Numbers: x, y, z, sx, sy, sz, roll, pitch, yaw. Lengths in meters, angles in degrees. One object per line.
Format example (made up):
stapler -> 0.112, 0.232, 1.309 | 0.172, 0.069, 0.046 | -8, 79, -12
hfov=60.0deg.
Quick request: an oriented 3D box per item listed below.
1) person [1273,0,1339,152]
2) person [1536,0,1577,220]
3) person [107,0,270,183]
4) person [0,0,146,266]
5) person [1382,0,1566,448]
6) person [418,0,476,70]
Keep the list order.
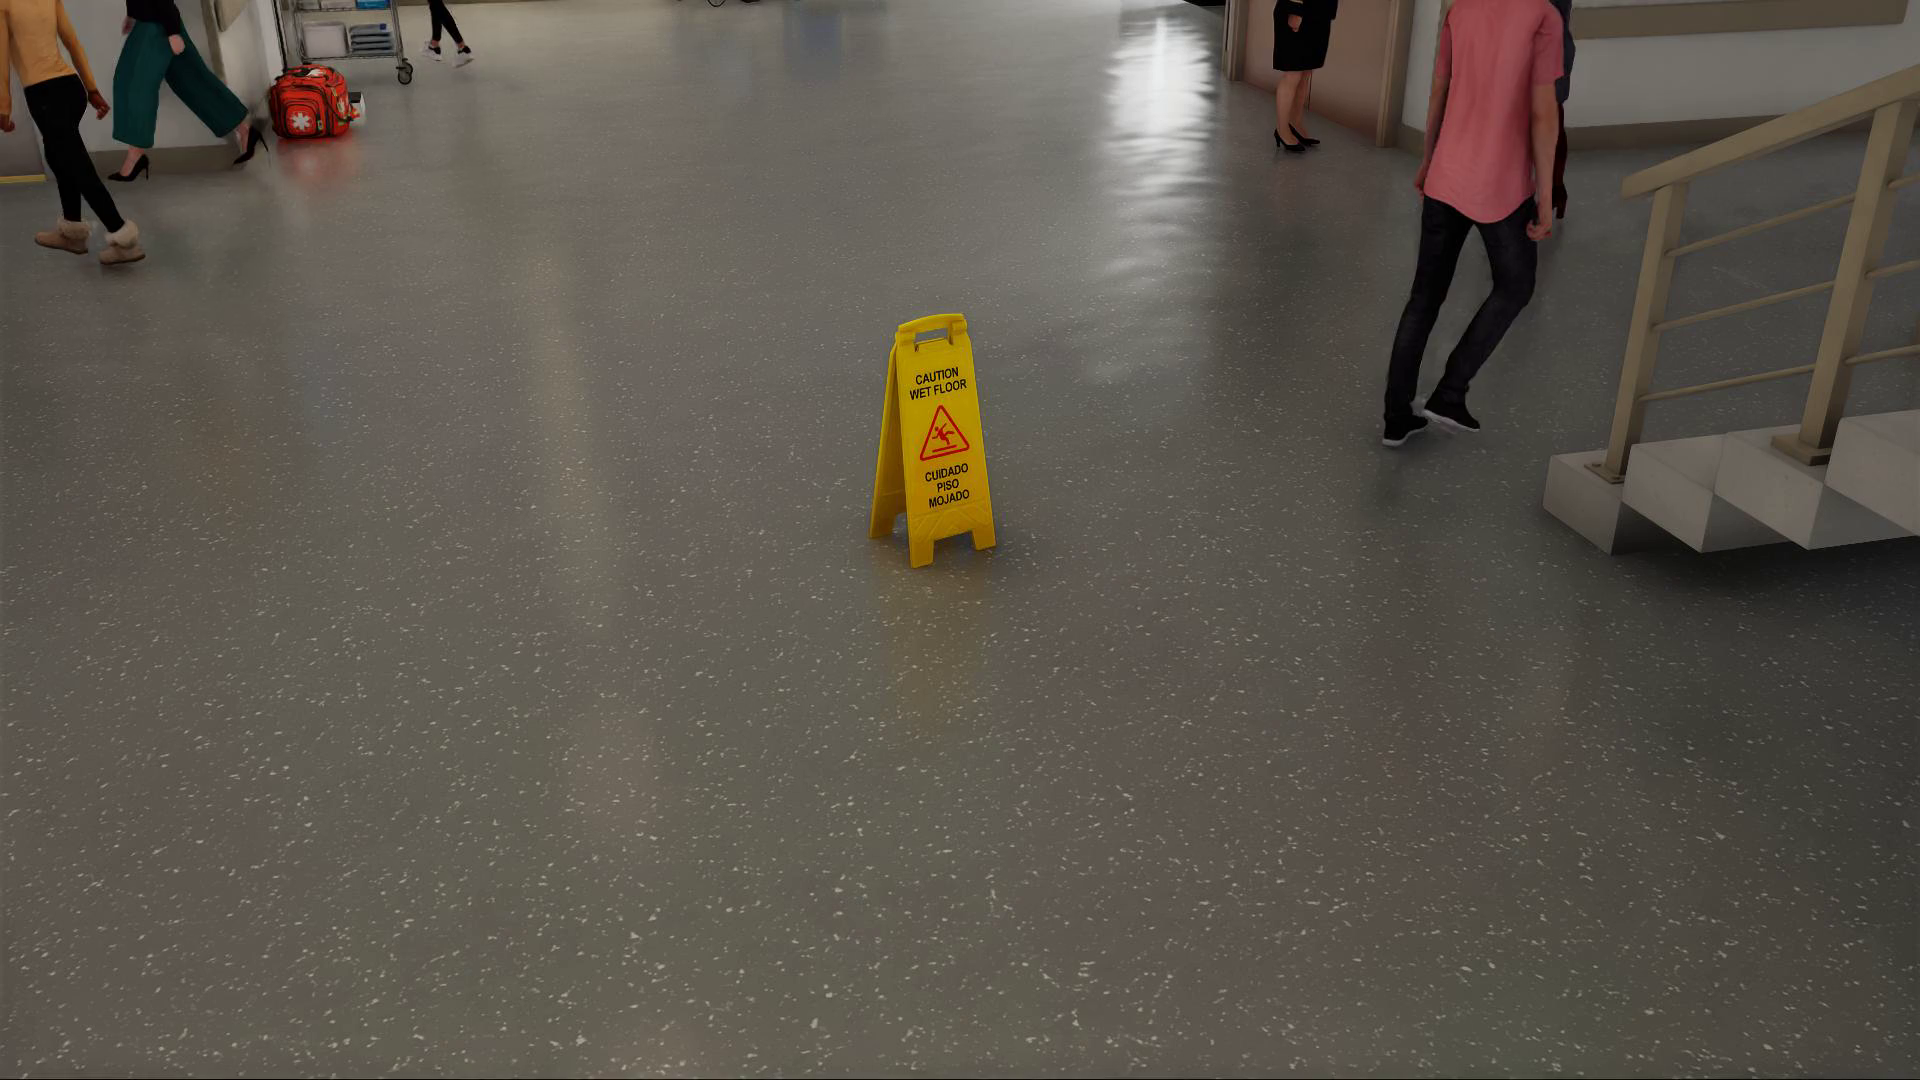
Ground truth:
person -> 2.197, -3.350, 10.610 | 0.850, 1.672, 0.807 | 17, 30, 31
person -> 3.245, -2.556, 8.942 | 0.915, 1.691, 0.869 | 11, 28, 22
person -> -4.607, -2.965, 9.793 | 0.792, 1.689, 1.121 | -12, 28, -23
person -> -4.371, -2.151, 8.176 | 0.923, 1.626, 0.959 | 9, 27, 18
person -> 1.790, -1.216, 5.884 | 0.838, 1.934, 0.961 | 23, 34, 39
person -> -4.111, -4.558, 13.019 | 1.227, 1.757, 1.060 | 20, 32, 35
